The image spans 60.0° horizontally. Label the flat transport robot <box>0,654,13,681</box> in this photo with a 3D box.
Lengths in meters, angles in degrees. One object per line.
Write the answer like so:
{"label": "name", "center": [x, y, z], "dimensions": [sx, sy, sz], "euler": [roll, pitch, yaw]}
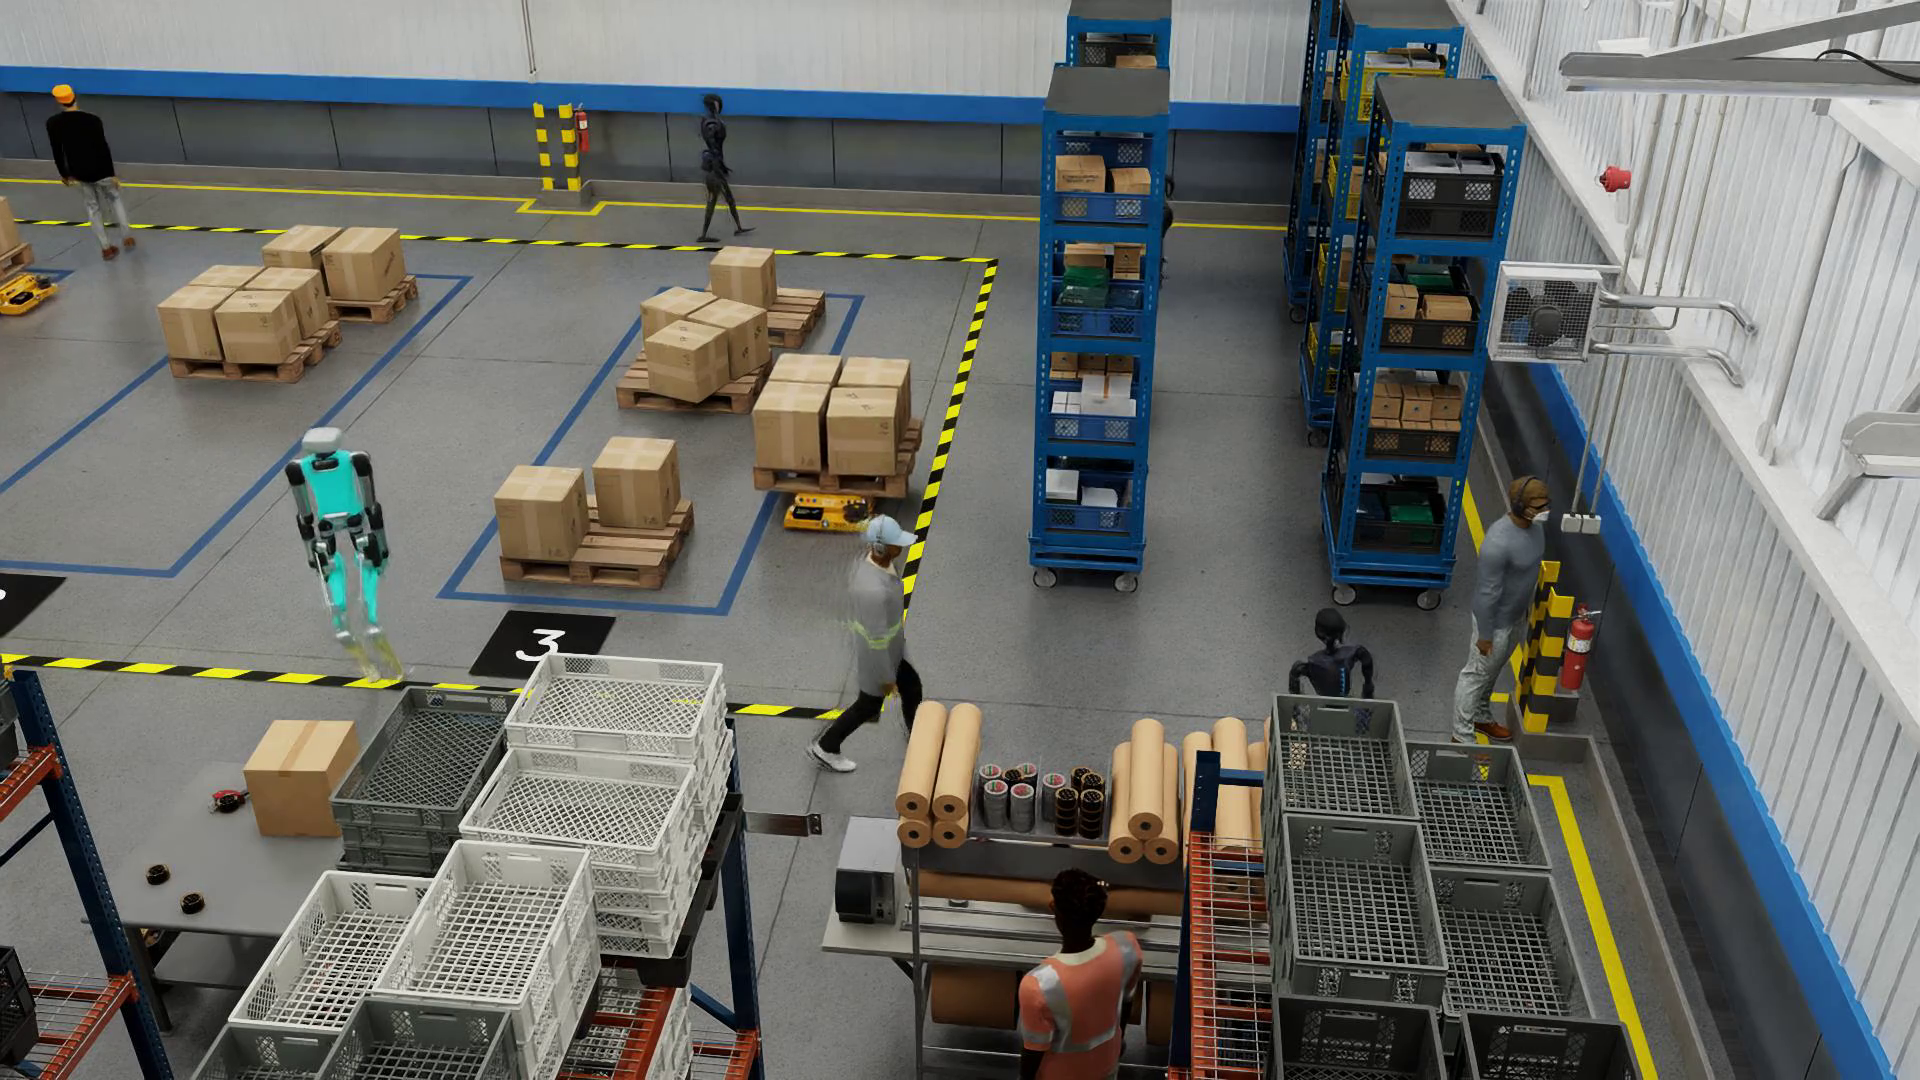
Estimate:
{"label": "flat transport robot", "center": [-7.142, 0.969, 11.010], "dimensions": [1.431, 0.231, 0.659], "euler": [3, 30, 6]}

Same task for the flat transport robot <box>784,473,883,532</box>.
{"label": "flat transport robot", "center": [-0.970, -0.516, 13.531], "dimensions": [0.652, 0.197, 1.431], "euler": [3, 30, 6]}

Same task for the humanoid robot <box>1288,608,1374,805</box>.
{"label": "humanoid robot", "center": [2.109, 1.100, 9.435], "dimensions": [0.611, 1.615, 0.810], "euler": [-10, 32, -17]}

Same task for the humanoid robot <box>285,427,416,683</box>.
{"label": "humanoid robot", "center": [-4.012, 0.193, 10.892], "dimensions": [0.573, 1.769, 0.793], "euler": [-7, 31, -11]}

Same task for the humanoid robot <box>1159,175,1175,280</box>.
{"label": "humanoid robot", "center": [1.787, -2.672, 15.869], "dimensions": [0.435, 1.646, 0.594], "euler": [2, 30, 4]}

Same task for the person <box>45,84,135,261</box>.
{"label": "person", "center": [-9.398, -3.966, 17.916], "dimensions": [0.619, 1.845, 0.617], "euler": [-4, 30, -7]}

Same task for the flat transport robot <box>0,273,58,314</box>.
{"label": "flat transport robot", "center": [-10.123, -2.555, 17.034], "dimensions": [1.431, 0.197, 0.652], "euler": [3, 30, 6]}

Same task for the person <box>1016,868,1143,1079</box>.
{"label": "person", "center": [0.484, 2.213, 7.186], "dimensions": [0.602, 1.966, 0.368], "euler": [-19, 35, -29]}

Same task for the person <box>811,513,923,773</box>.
{"label": "person", "center": [-0.481, 0.640, 10.038], "dimensions": [0.906, 1.814, 0.599], "euler": [4, 30, 8]}

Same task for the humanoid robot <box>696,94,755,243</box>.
{"label": "humanoid robot", "center": [-2.637, -4.089, 18.312], "dimensions": [0.658, 1.634, 0.590], "euler": [-2, 30, -4]}

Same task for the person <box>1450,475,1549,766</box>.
{"label": "person", "center": [3.330, 0.469, 10.210], "dimensions": [0.372, 1.940, 0.626], "euler": [23, 37, 33]}
